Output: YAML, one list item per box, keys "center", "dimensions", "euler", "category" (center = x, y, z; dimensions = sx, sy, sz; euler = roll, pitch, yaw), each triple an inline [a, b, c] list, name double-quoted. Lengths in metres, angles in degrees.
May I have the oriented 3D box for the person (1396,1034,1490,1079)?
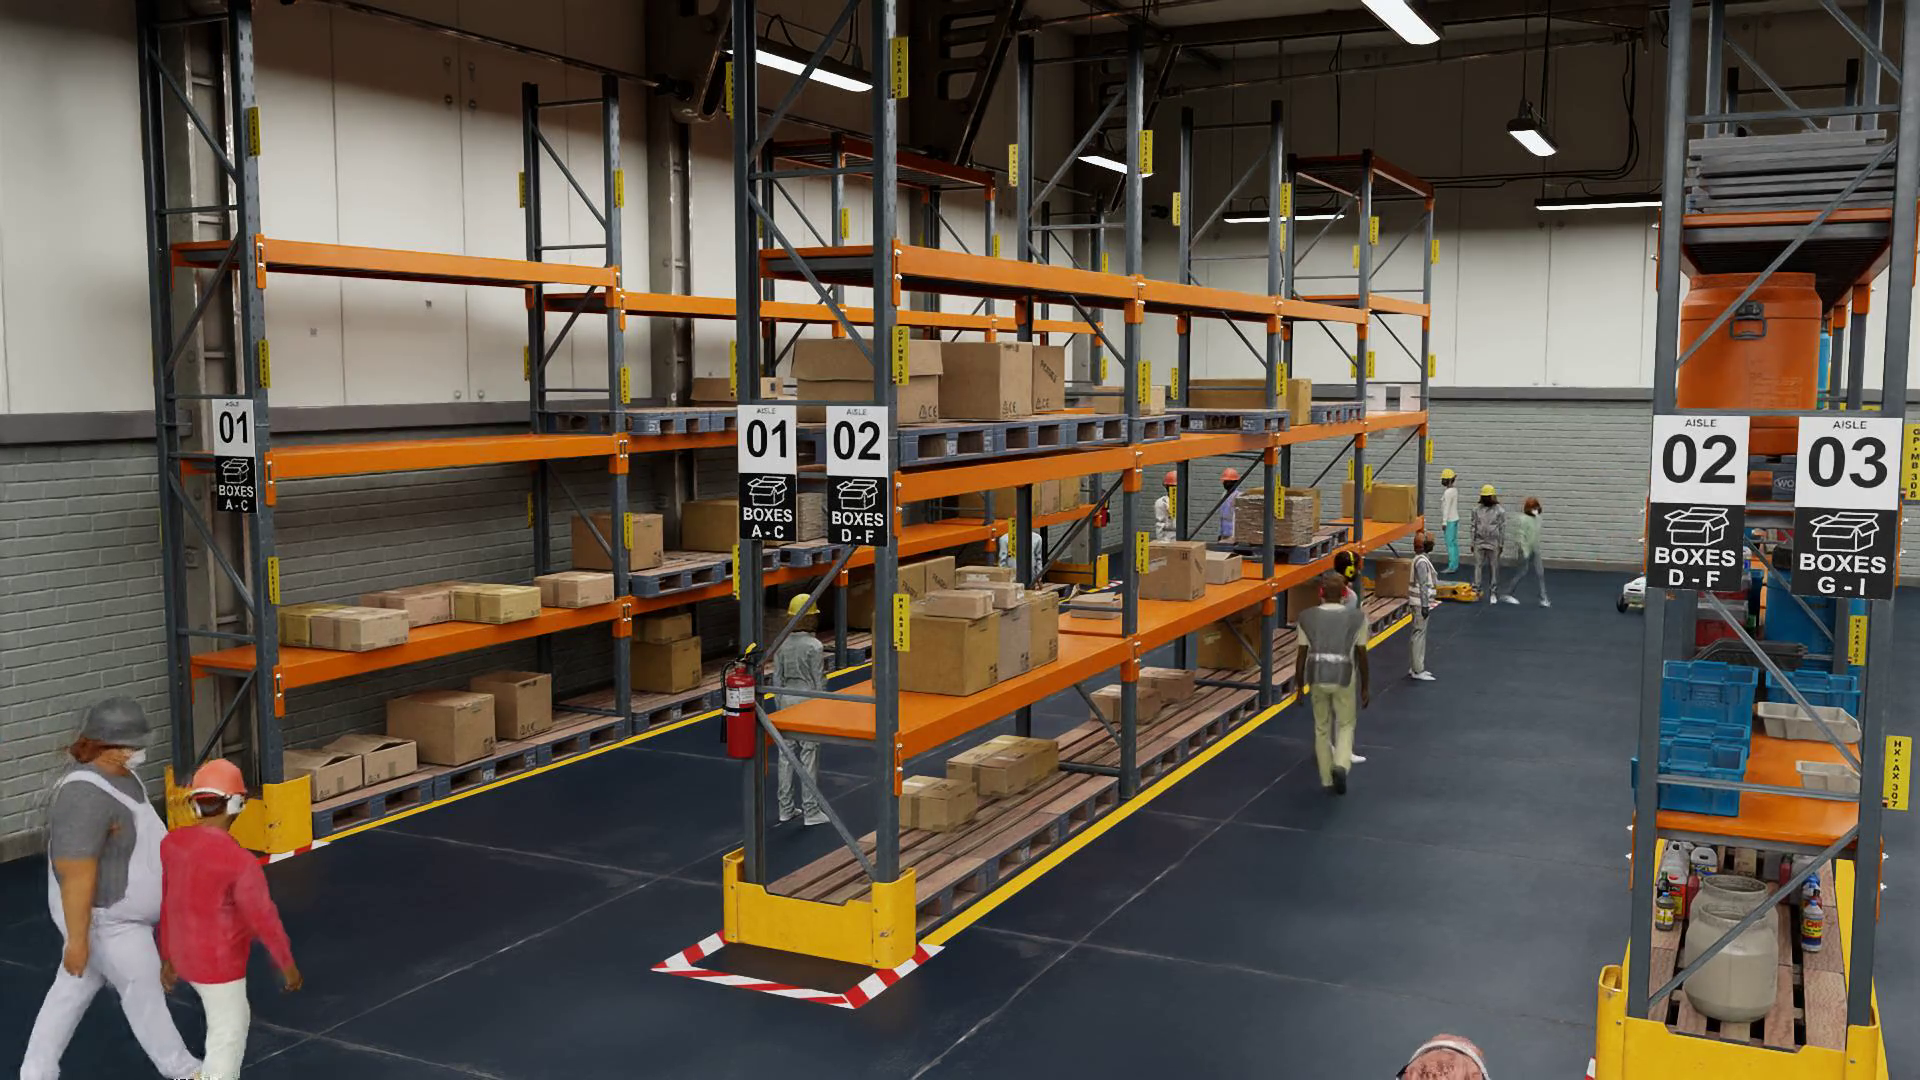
- center: [1.177, 2.097, 4.033]
  dimensions: [0.663, 1.840, 1.024]
  euler: [3, 6, 23]
  category: "person"

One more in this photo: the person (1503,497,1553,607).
- center: [8.228, 0.173, 24.095]
  dimensions: [0.530, 1.607, 0.725]
  euler: [-4, 7, -33]
  category: "person"

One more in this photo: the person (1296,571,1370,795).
- center: [2.962, 1.160, 13.261]
  dimensions: [0.583, 1.821, 0.521]
  euler: [2, 6, 17]
  category: "person"

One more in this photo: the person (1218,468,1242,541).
- center: [4.063, -0.115, 25.082]
  dimensions: [0.353, 1.942, 0.545]
  euler: [-3, 6, -25]
  category: "person"

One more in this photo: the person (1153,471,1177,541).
- center: [2.904, 0.072, 22.770]
  dimensions: [0.385, 2.045, 0.605]
  euler: [5, 8, 41]
  category: "person"

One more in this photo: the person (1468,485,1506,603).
- center: [7.713, 0.060, 24.330]
  dimensions: [0.487, 1.744, 0.313]
  euler: [3, 7, 29]
  category: "person"

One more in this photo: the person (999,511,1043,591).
- center: [0.754, 0.473, 20.266]
  dimensions: [0.573, 1.749, 0.343]
  euler: [-2, 6, -17]
  category: "person"

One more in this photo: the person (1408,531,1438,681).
- center: [5.109, 0.721, 18.379]
  dimensions: [0.306, 1.645, 0.522]
  euler: [1, 6, 11]
  category: "person"

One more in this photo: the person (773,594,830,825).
- center: [-1.185, 1.270, 12.567]
  dimensions: [0.494, 1.743, 0.302]
  euler: [4, 7, 35]
  category: "person"

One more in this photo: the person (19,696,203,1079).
- center: [-3.894, 1.632, 7.619]
  dimensions: [0.936, 2.000, 0.730]
  euler: [-3, 6, -24]
  category: "person"

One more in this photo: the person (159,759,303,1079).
- center: [-3.188, 1.816, 7.247]
  dimensions: [0.584, 1.733, 0.500]
  euler: [5, 7, 37]
  category: "person"

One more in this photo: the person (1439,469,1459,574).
- center: [8.192, -0.313, 27.914]
  dimensions: [0.344, 1.758, 0.520]
  euler: [3, 7, 28]
  category: "person"

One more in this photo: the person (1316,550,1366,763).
- center: [3.321, 1.013, 14.524]
  dimensions: [0.332, 1.859, 0.548]
  euler: [-2, 6, -20]
  category: "person"
